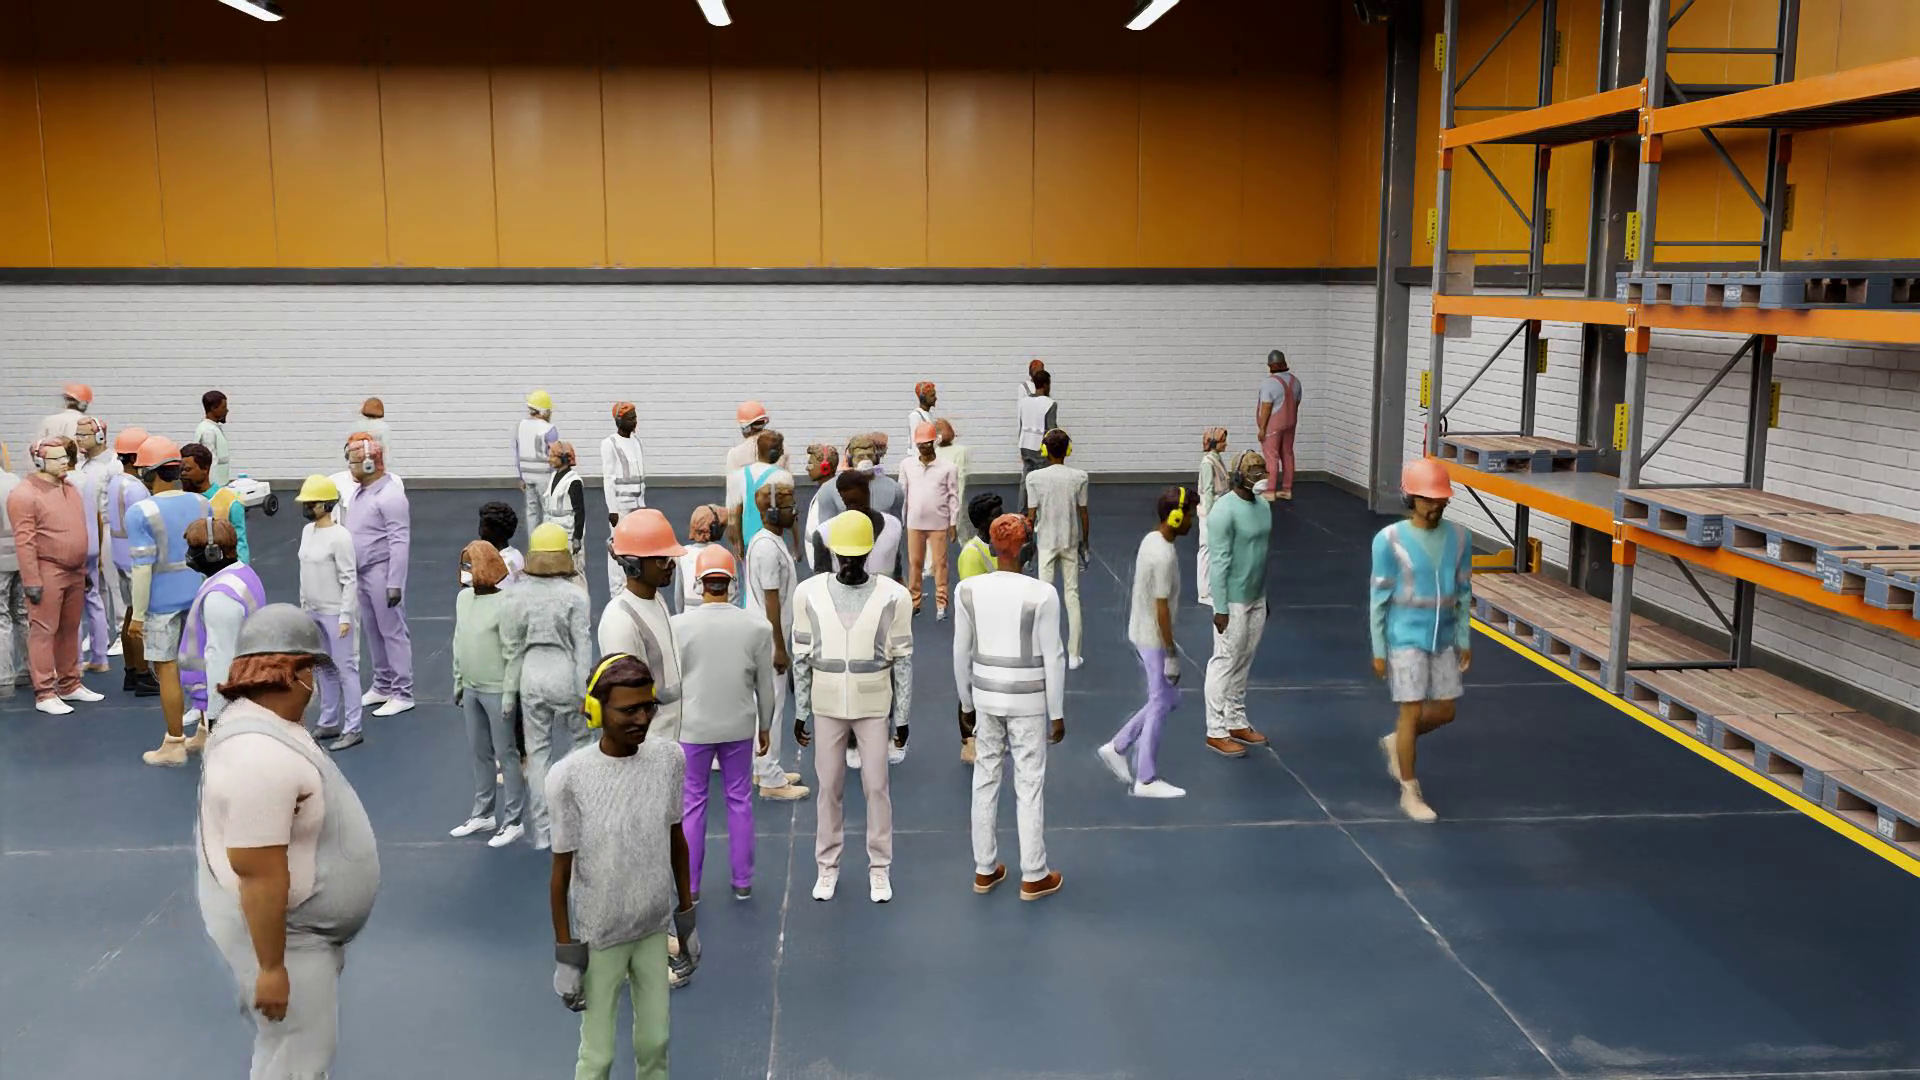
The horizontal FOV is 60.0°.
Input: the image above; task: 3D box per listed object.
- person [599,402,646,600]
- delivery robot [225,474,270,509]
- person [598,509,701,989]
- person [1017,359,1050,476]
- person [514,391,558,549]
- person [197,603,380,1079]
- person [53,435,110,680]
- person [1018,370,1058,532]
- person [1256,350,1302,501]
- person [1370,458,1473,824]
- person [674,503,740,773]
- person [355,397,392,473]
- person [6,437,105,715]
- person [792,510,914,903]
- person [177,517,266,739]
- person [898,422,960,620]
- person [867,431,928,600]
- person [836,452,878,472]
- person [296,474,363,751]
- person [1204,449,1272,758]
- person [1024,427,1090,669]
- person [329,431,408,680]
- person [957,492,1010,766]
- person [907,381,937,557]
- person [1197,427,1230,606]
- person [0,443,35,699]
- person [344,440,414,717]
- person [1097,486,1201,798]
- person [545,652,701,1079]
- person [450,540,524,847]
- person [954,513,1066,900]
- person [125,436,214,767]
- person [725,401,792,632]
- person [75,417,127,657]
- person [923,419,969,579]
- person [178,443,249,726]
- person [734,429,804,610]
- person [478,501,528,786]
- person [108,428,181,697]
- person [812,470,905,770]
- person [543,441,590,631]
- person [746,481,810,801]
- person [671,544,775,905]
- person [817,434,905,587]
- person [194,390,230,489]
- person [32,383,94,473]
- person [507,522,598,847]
[{"bbox_3d":[-3.031,-0.313,15.124,0.356,1.882,0.574,3,10,19],"label":"person"},{"bbox_3d":[-8.905,-0.583,20.677,0.477,0.478,0.707,1,9,8],"label":"delivery robot"},{"bbox_3d":[-1.326,0.879,7.133,0.375,2.044,0.607,0,9,1],"label":"person"},{"bbox_3d":[1.035,-1.540,22.850,0.583,1.879,0.365,-8,12,-40],"label":"person"},{"bbox_3d":[-4.413,-0.643,17.458,0.646,1.823,0.408,6,11,34],"label":"person"},{"bbox_3d":[-2.096,1.182,5.235,0.535,2.000,0.877,-4,10,-23],"label":"person"},{"bbox_3d":[-6.641,0.133,12.476,0.357,1.836,0.511,3,10,18],"label":"person"},{"bbox_3d":[0.907,-1.054,19.709,0.403,1.909,0.588,-8,12,-39],"label":"person"},{"bbox_3d":[4.232,-1.548,22.378,0.675,2.000,0.537,-6,11,-34],"label":"person"},{"bbox_3d":[2.550,0.536,9.333,0.621,2.026,0.607,-3,9,-17],"label":"person"},{"bbox_3d":[-1.533,0.597,10.171,0.523,1.638,0.310,7,12,38],"label":"person"},{"bbox_3d":[-6.801,-0.859,19.380,0.500,1.621,0.337,3,10,19],"label":"person"},{"bbox_3d":[-6.270,0.239,11.573,0.405,1.911,0.636,1,9,6],"label":"person"},{"bbox_3d":[-0.516,0.800,8.024,0.586,1.918,0.395,1,9,4],"label":"person"},{"bbox_3d":[-3.670,0.792,8.338,0.429,1.836,0.627,-2,9,-15],"label":"person"},{"bbox_3d":[-0.288,-0.167,14.603,0.573,1.750,0.332,2,9,14],"label":"person"},{"bbox_3d":[-0.688,-0.185,15.153,0.746,1.609,0.522,-3,10,-18],"label":"person"},{"bbox_3d":[-0.749,0.192,12.348,0.326,1.752,0.560,-1,9,-4],"label":"person"},{"bbox_3d":[-4.051,0.459,10.630,0.524,1.772,0.312,7,11,37],"label":"person"},{"bbox_3d":[1.776,0.387,10.544,0.356,1.938,0.633,7,11,37],"label":"person"},{"bbox_3d":[0.740,0.067,12.770,0.520,1.874,0.328,-1,9,-3],"label":"person"},{"bbox_3d":[-4.376,0.141,12.268,0.573,1.883,0.355,-3,10,-19],"label":"person"},{"bbox_3d":[0.147,0.544,10.313,0.321,1.697,0.530,3,10,18],"label":"person"},{"bbox_3d":[-0.390,-0.771,17.994,0.355,1.883,0.572,2,9,13],"label":"person"},{"bbox_3d":[2.322,-0.220,15.295,0.307,1.641,0.513,3,9,16],"label":"person"},{"bbox_3d":[-6.893,0.170,11.912,0.417,1.940,0.608,1,9,5],"label":"person"},{"bbox_3d":[-4.032,0.258,11.466,0.400,1.904,0.644,-8,12,-41],"label":"person"},{"bbox_3d":[1.124,0.594,9.540,0.476,1.842,0.558,0,9,0],"label":"person"},{"bbox_3d":[-1.059,1.264,5.295,0.510,1.862,0.327,-8,12,-41],"label":"person"},{"bbox_3d":[-2.522,0.808,8.859,0.498,1.633,0.285,7,11,36],"label":"person"},{"bbox_3d":[0.248,0.807,8.086,0.572,1.883,0.354,5,10,27],"label":"person"},{"bbox_3d":[-4.886,0.378,10.276,0.374,2.042,0.615,3,10,21],"label":"person"},{"bbox_3d":[-1.708,-0.184,14.036,0.628,1.980,0.441,-7,12,-38],"label":"person"},{"bbox_3d":[-6.872,-0.029,13.262,0.643,1.909,0.410,4,10,23],"label":"person"},{"bbox_3d":[-0.124,-0.436,16.790,0.516,1.594,0.835,5,10,29],"label":"person"},{"bbox_3d":[-5.029,0.303,11.139,0.600,1.917,0.376,3,9,18],"label":"person"},{"bbox_3d":[-1.517,0.033,13.132,0.517,1.820,0.415,5,10,28],"label":"person"},{"bbox_3d":[-2.704,0.611,9.900,0.317,1.695,0.540,-1,9,-8],"label":"person"},{"bbox_3d":[-5.901,0.156,11.998,0.364,1.935,0.553,-8,12,-41],"label":"person"},{"bbox_3d":[-0.625,0.496,10.124,0.614,1.853,0.495,-4,10,-24],"label":"person"},{"bbox_3d":[-3.327,-0.023,14.062,0.310,1.638,0.523,-7,11,-38],"label":"person"},{"bbox_3d":[-1.073,0.579,9.635,0.344,1.847,0.506,-2,9,-11],"label":"person"},{"bbox_3d":[-1.181,0.885,8.045,0.574,1.738,0.354,-3,10,-21],"label":"person"},{"bbox_3d":[-0.674,0.230,11.531,0.627,1.941,0.371,-3,10,-20],"label":"person"},{"bbox_3d":[-7.287,-0.502,16.240,0.396,1.911,0.588,-4,10,-21],"label":"person"},{"bbox_3d":[-9.141,-0.634,17.022,0.623,1.936,0.859,1,9,8],"label":"person"},{"bbox_3d":[-2.153,0.758,8.867,0.499,1.725,0.477,2,9,10],"label":"person"}]
